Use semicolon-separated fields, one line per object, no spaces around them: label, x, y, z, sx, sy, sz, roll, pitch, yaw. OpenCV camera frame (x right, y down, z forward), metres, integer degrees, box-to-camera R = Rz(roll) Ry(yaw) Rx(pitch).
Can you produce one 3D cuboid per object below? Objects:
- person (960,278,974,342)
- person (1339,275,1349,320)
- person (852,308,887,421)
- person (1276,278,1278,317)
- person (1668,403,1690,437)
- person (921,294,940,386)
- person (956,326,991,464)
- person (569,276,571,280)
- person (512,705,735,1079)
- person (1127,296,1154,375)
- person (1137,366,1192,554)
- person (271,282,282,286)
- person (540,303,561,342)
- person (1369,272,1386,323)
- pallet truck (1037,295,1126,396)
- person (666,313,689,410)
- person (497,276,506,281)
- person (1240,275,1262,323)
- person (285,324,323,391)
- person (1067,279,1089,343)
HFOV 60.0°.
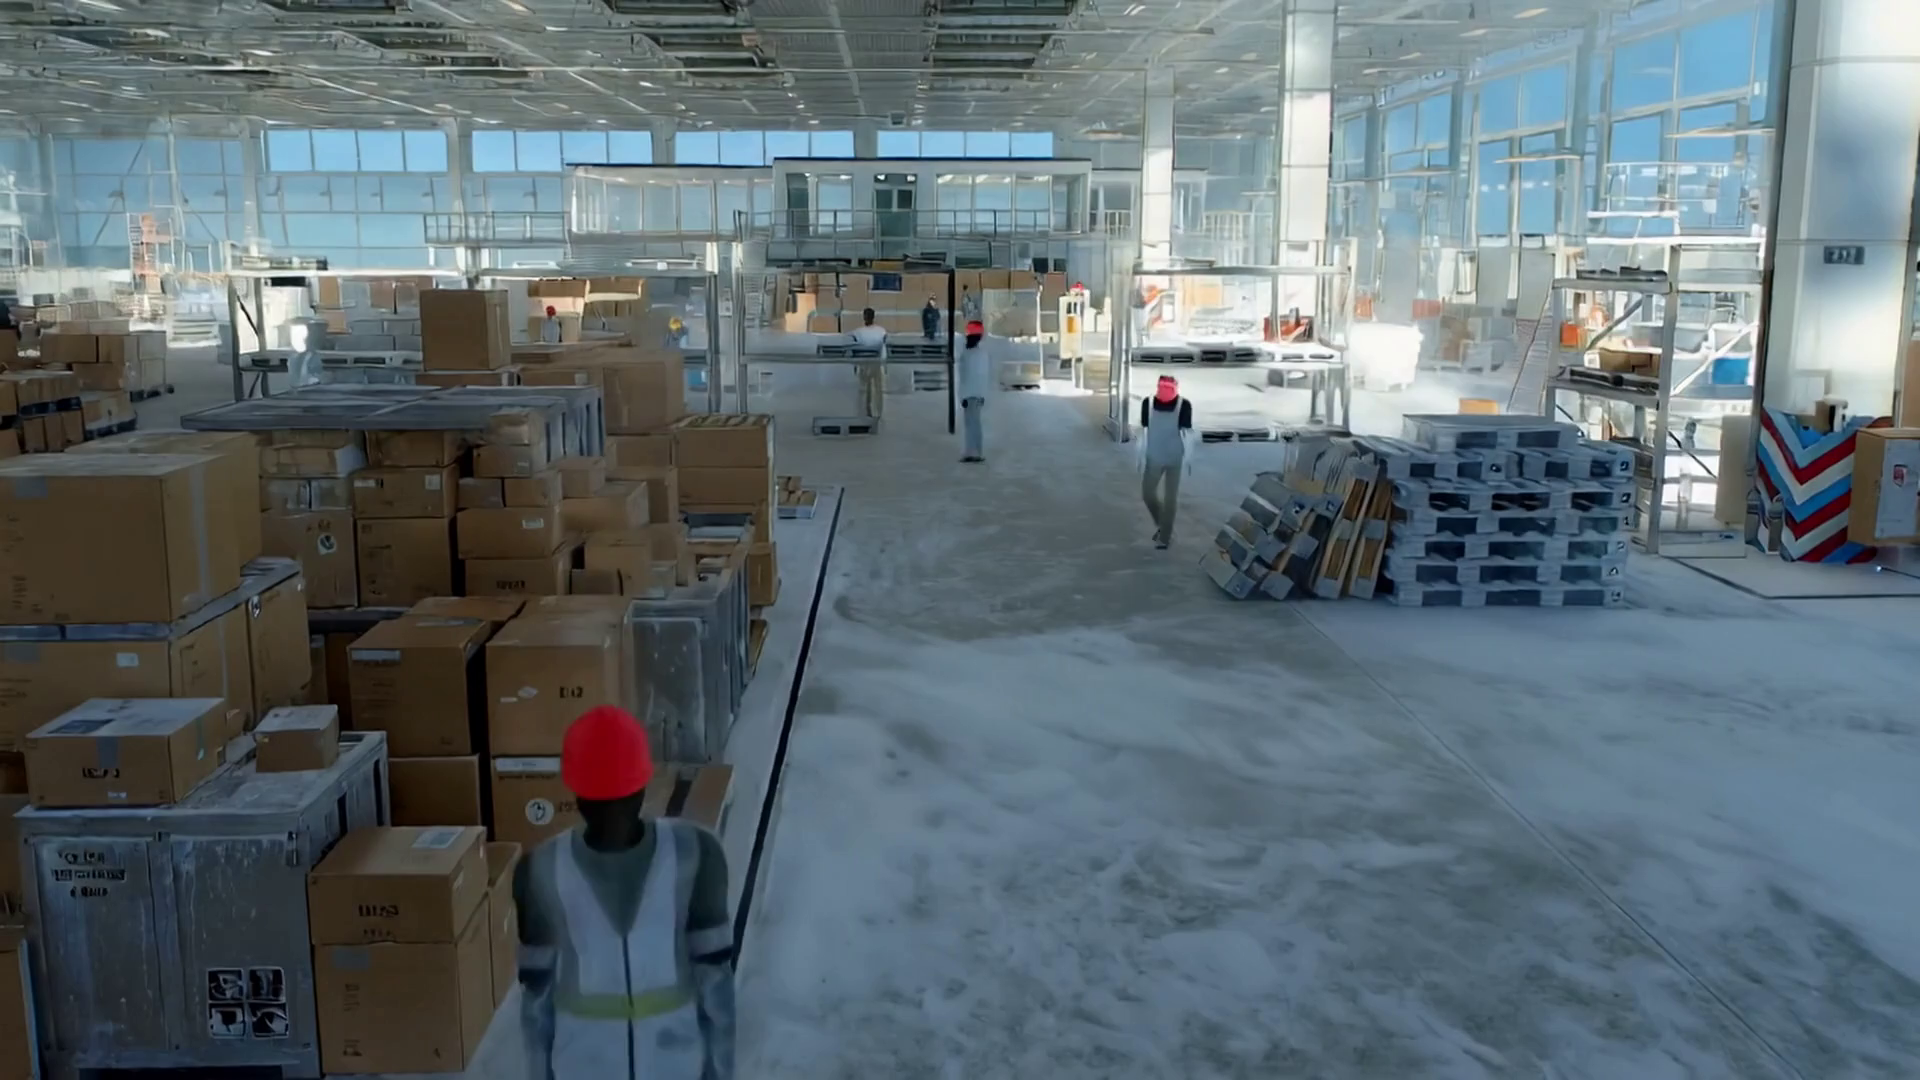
person;0.189;-6.935;50.271;0.382;1.924;0.594;5;11;26
person;15.016;-9.571;64.834;0.465;1.970;0.639;7;12;33
person;-1.526;-2.964;28.184;0.587;1.915;0.397;-2;10;-8
person;13.022;-9.977;67.461;0.627;1.843;0.429;-1;10;-7
person;9.042;-1.715;21.228;0.562;1.915;0.701;-5;12;-28
person;-0.590;-4.245;35.267;0.373;1.935;0.628;4;11;23
person;0.167;-1.986;22.851;0.458;1.873;0.756;7;13;36
person;-16.436;-10.554;70.502;0.411;1.887;0.679;1;10;4
person;-0.864;1.322;4.340;0.546;1.917;0.858;-2;10;-13
person;4.077;-4.640;37.805;0.649;1.801;0.900;0;10;3
person;2.009;-0.793;16.303;0.544;1.834;0.491;4;11;21
person;-18.013;-5.791;43.579;0.729;2.000;0.726;-4;11;-21
person;-7.790;-3.589;31.802;0.310;1.864;0.534;7;12;35
person;15.003;-8.639;59.706;0.618;1.945;0.394;7;12;33
pallet truck;2.483;-3.881;33.060;1.885;1.965;0.823;-7;13;-36
person;-5.128;-3.219;30.081;0.491;1.744;0.295;5;11;26
person;-18.143;-9.640;65.568;0.597;1.838;0.931;1;10;8
person;10.490;-8.715;60.313;0.979;1.898;0.551;-2;10;-11
person;-8.655;-1.870;21.949;0.613;1.962;0.361;7;12;35
person;3.543;-6.857;49.836;0.643;1.920;0.503;-5;11;-25
